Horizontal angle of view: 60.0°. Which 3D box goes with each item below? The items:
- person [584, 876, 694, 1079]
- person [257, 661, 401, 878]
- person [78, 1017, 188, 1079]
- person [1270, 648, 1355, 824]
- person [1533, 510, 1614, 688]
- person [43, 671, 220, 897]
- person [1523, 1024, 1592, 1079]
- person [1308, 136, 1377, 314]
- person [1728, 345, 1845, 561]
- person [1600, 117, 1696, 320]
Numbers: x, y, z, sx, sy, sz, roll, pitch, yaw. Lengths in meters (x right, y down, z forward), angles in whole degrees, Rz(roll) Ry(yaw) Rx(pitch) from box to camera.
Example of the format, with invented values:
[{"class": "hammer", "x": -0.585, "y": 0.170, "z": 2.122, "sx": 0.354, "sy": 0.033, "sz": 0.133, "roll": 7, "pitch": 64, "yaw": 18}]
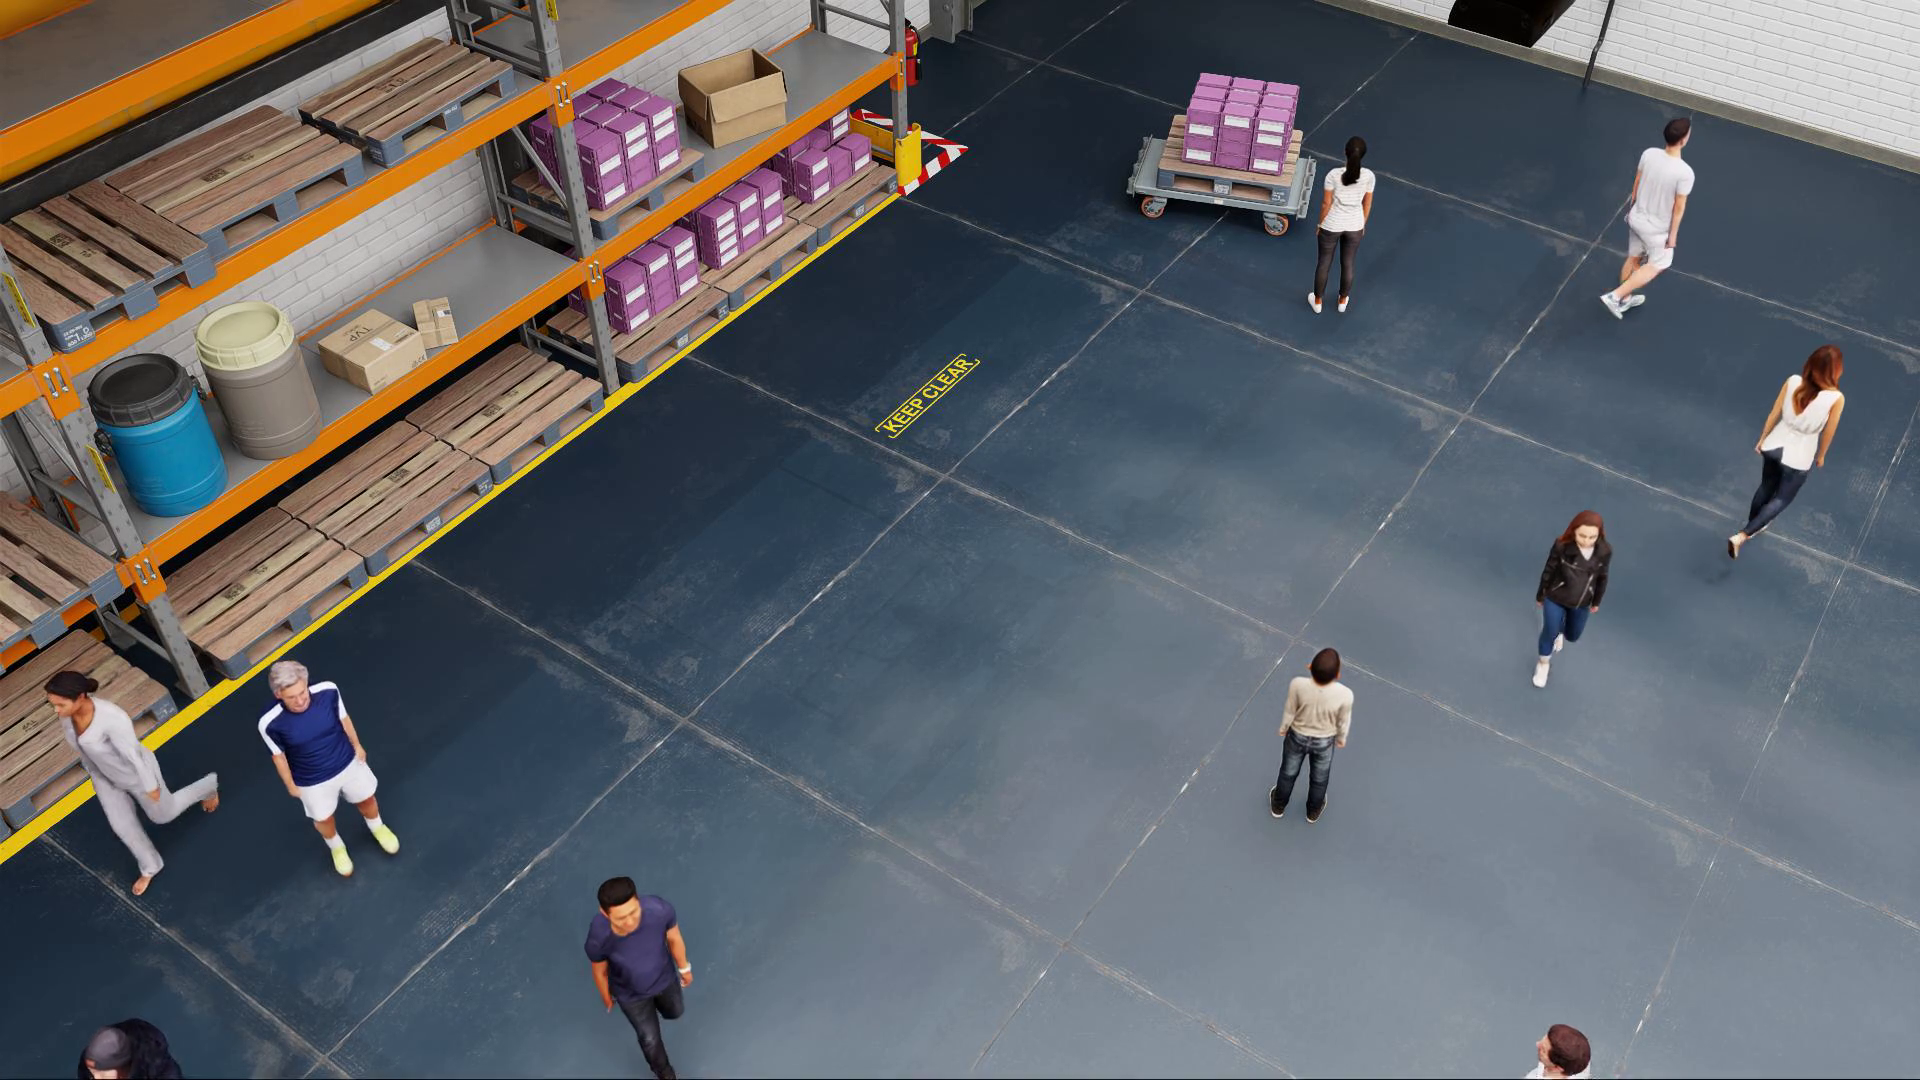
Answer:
[{"class": "person", "x": -1.672, "y": 2.233, "z": 8.696, "sx": 1.025, "sy": 1.778, "sz": 0.949, "roll": -22, "pitch": 48, "yaw": -21}, {"class": "person", "x": -3.706, "y": 1.283, "z": 9.658, "sx": 0.609, "sy": 1.825, "sz": 0.752, "roll": -32, "pitch": 52, "yaw": -29}, {"class": "person", "x": -3.871, "y": 2.785, "z": 8.205, "sx": 0.835, "sy": 1.655, "sz": 0.966, "roll": 11, "pitch": 45, "yaw": 11}, {"class": "person", "x": 2.117, "y": 1.181, "z": 10.028, "sx": 0.619, "sy": 1.464, "sz": 0.607, "roll": 10, "pitch": 45, "yaw": 10}, {"class": "person", "x": 3.993, "y": 0.316, "z": 10.933, "sx": 0.730, "sy": 1.468, "sz": 0.818, "roll": 5, "pitch": 44, "yaw": 5}, {"class": "person", "x": -4.833, "y": 1.290, "z": 9.737, "sx": 0.891, "sy": 1.708, "sz": 1.115, "roll": 10, "pitch": 44, "yaw": 10}, {"class": "person", "x": 2.788, "y": 2.951, "z": 7.924, "sx": 0.841, "sy": 1.804, "sz": 1.151, "roll": 21, "pitch": 47, "yaw": 21}, {"class": "person", "x": 3.195, "y": -2.628, "z": 13.893, "sx": 0.656, "sy": 1.647, "sz": 0.688, "roll": 1, "pitch": 44, "yaw": 1}, {"class": "person", "x": 5.758, "y": -0.572, "z": 11.648, "sx": 0.978, "sy": 1.767, "sz": 0.753, "roll": -29, "pitch": 51, "yaw": -27}, {"class": "person", "x": 5.653, "y": -2.609, "z": 13.728, "sx": 1.008, "sy": 1.848, "sz": 0.908, "roll": -19, "pitch": 47, "yaw": -19}]
